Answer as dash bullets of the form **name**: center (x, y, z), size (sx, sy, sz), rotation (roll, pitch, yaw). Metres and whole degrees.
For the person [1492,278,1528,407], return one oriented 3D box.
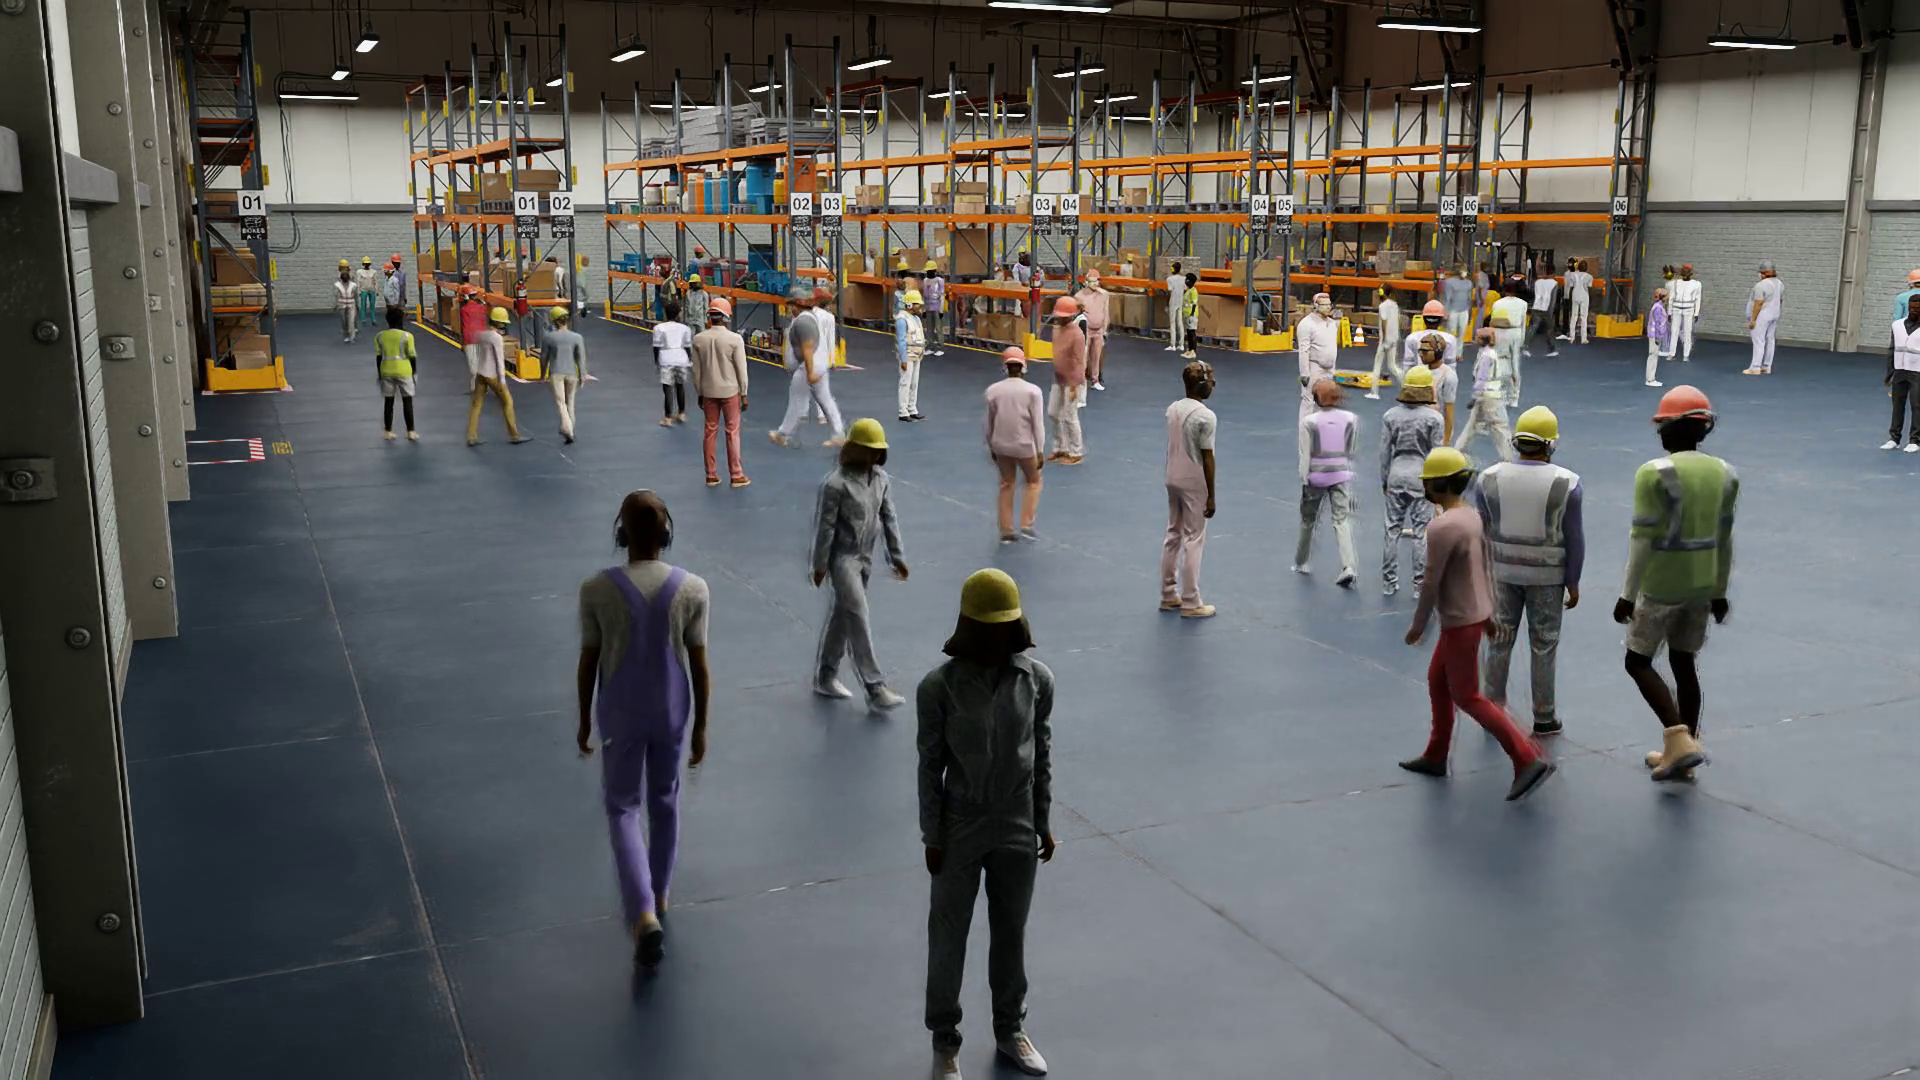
- **person**: center (8.144, -2.927, 24.721), size (0.591, 1.916, 0.383), rotation (-4, 12, -20)

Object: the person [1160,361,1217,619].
- **person**: center (1.648, -0.357, 11.881), size (0.342, 1.838, 0.501), rotation (-7, 13, -31)

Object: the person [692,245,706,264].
- **person**: center (-6.829, -6.697, 43.568), size (0.395, 2.038, 0.615), rotation (-1, 11, -6)

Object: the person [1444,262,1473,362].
- **person**: center (9.645, -4.430, 32.341), size (0.641, 1.925, 0.560), rotation (-3, 12, -16)

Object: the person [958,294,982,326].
- **person**: center (0.282, -6.368, 42.478), size (0.593, 1.810, 0.779), rotation (-9, 14, -38)

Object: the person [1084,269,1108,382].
- **person**: center (2.260, -3.682, 28.547), size (0.562, 1.913, 0.624), rotation (-7, 13, -31)

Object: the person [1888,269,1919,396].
- **person**: center (14.897, -3.223, 26.018), size (0.622, 1.997, 0.371), rotation (2, 11, 9)

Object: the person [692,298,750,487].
- **person**: center (-2.509, -1.548, 17.531), size (0.608, 1.989, 0.386), rotation (3, 12, 15)

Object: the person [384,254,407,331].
- **person**: center (-13.067, -5.669, 38.644), size (0.401, 1.928, 0.543), rotation (7, 13, 30)

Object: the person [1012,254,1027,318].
- **person**: center (1.595, -6.335, 42.235), size (0.429, 1.844, 0.627), rotation (8, 14, 34)

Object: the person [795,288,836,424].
- **person**: center (-2.032, -2.507, 22.760), size (0.689, 1.860, 0.345), rotation (1, 11, 7)

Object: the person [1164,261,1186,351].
- **person**: center (4.520, -4.901, 34.887), size (0.532, 1.865, 0.310), rotation (-6, 13, -29)

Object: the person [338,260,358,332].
- **person**: center (-14.956, -5.952, 40.536), size (0.301, 1.745, 0.483), rotation (6, 12, 26)

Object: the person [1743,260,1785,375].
- **person**: center (14.357, -3.987, 29.793), size (0.684, 2.000, 0.538), rotation (-6, 13, -30)

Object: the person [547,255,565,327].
- **person**: center (-10.075, -6.163, 41.383), size (0.583, 1.828, 0.695), rotation (-7, 13, -33)

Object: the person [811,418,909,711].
- **person**: center (-0.539, 0.139, 9.678), size (0.855, 1.691, 0.493), rotation (8, 14, 34)

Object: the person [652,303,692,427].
- **person**: center (-3.918, -2.390, 22.649), size (0.546, 1.649, 0.647), rotation (-6, 13, -30)

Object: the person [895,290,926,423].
- **person**: center (-0.675, -2.526, 22.934), size (0.403, 1.824, 0.590), rotation (4, 12, 21)

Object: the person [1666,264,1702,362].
- **person**: center (14.061, -4.407, 32.331), size (0.573, 1.883, 0.355), rotation (8, 13, 34)

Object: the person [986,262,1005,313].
- **person**: center (0.944, -6.469, 43.553), size (0.515, 1.582, 0.847), rotation (-4, 12, -21)

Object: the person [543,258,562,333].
- **person**: center (-9.695, -5.749, 39.331), size (0.548, 1.815, 0.953), rotation (-3, 11, -14)

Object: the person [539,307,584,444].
- **person**: center (-5.005, -2.080, 20.957), size (0.508, 1.712, 0.888), rotation (-7, 13, -32)

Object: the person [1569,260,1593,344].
- **person**: center (13.698, -5.250, 36.709), size (0.507, 1.847, 0.343), rotation (9, 14, 38)

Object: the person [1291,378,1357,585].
- **person**: center (2.879, -0.456, 12.998), size (0.491, 1.605, 0.838), rotation (-2, 11, -8)

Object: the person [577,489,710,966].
- **person**: center (-1.215, 0.710, 6.486), size (0.514, 1.823, 0.847), rotation (-4, 12, -21)

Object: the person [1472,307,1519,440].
- **person**: center (6.853, -2.130, 21.259), size (0.492, 1.685, 0.949), rotation (-4, 12, -18)

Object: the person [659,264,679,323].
- **person**: center (-5.937, -4.713, 33.985), size (0.374, 1.840, 0.588), rotation (-6, 12, -27)

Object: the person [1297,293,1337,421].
- **person**: center (4.393, -2.056, 20.325), size (0.642, 1.909, 0.409), rotation (-10, 15, -40)

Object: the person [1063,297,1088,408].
- **person**: center (1.738, -2.779, 24.685), size (0.309, 1.638, 0.511), rotation (-3, 12, -16)

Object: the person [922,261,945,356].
- **person**: center (-0.554, -4.692, 33.703), size (0.585, 1.918, 0.410), rotation (11, 15, 43)

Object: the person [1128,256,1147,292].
- **person**: center (4.918, -6.997, 45.955), size (0.589, 1.706, 0.917), rotation (-1, 11, -6)

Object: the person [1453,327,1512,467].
- **person**: center (5.865, -1.594, 18.762), size (0.861, 1.587, 0.535), rotation (4, 12, 18)

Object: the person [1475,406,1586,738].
- **person**: center (3.130, 0.177, 9.159), size (0.590, 1.833, 0.404), rotation (7, 13, 32)

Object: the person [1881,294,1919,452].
- **person**: center (11.531, -2.024, 20.157), size (0.397, 1.911, 0.587), rotation (-6, 13, -30)

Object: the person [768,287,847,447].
- **person**: center (-1.884, -2.143, 20.422), size (1.037, 2.000, 0.730), rotation (3, 11, 14)

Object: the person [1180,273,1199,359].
- **person**: center (4.570, -4.451, 33.030), size (0.318, 1.697, 0.533), rotation (-1, 11, -6)

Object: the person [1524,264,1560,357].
- **person**: center (11.691, -4.595, 33.380), size (1.033, 1.862, 0.607), rotation (-8, 14, -34)
